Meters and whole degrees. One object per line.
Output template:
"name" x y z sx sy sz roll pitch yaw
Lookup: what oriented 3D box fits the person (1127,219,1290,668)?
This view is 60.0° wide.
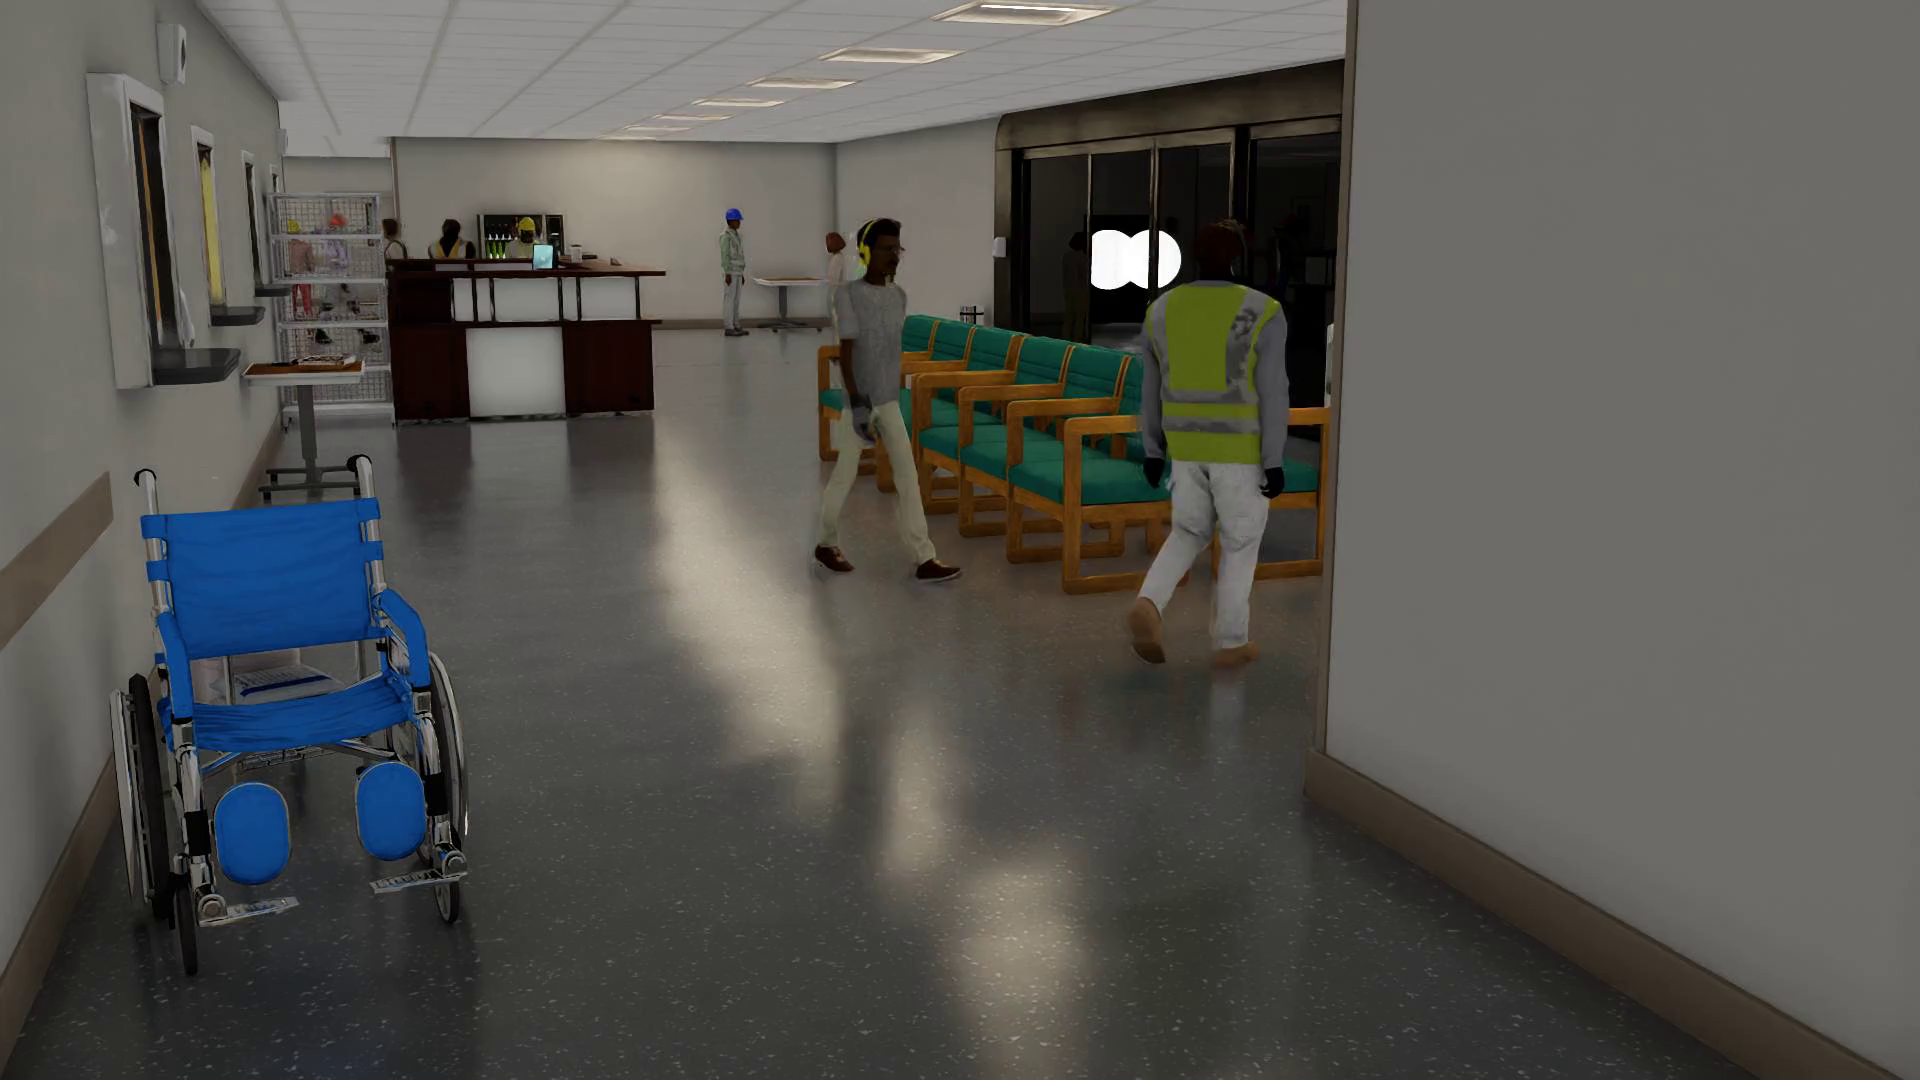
"person" 0.989 -0.350 6.607 0.631 1.825 0.650 9 14 38

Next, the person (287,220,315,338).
"person" -9.973 -3.911 25.019 0.533 1.767 0.327 -1 11 -3

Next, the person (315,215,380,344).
"person" -8.897 -3.735 23.877 1.064 1.879 0.546 4 12 18

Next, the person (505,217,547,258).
"person" -5.768 -3.397 22.247 0.595 1.825 0.404 -5 12 -23

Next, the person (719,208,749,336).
"person" -3.479 -4.106 25.553 0.391 1.948 0.605 3 11 14

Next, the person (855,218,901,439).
"person" -0.702 -1.705 13.562 0.456 1.820 0.585 -5 12 -23

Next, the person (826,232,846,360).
"person" -1.575 -3.106 21.262 0.285 1.627 0.504 1 11 3

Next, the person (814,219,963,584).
"person" -0.426 -0.689 8.366 0.517 1.817 0.994 -10 15 -41

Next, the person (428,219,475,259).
"person" -6.674 -3.309 21.845 0.620 1.804 0.659 0 11 0
